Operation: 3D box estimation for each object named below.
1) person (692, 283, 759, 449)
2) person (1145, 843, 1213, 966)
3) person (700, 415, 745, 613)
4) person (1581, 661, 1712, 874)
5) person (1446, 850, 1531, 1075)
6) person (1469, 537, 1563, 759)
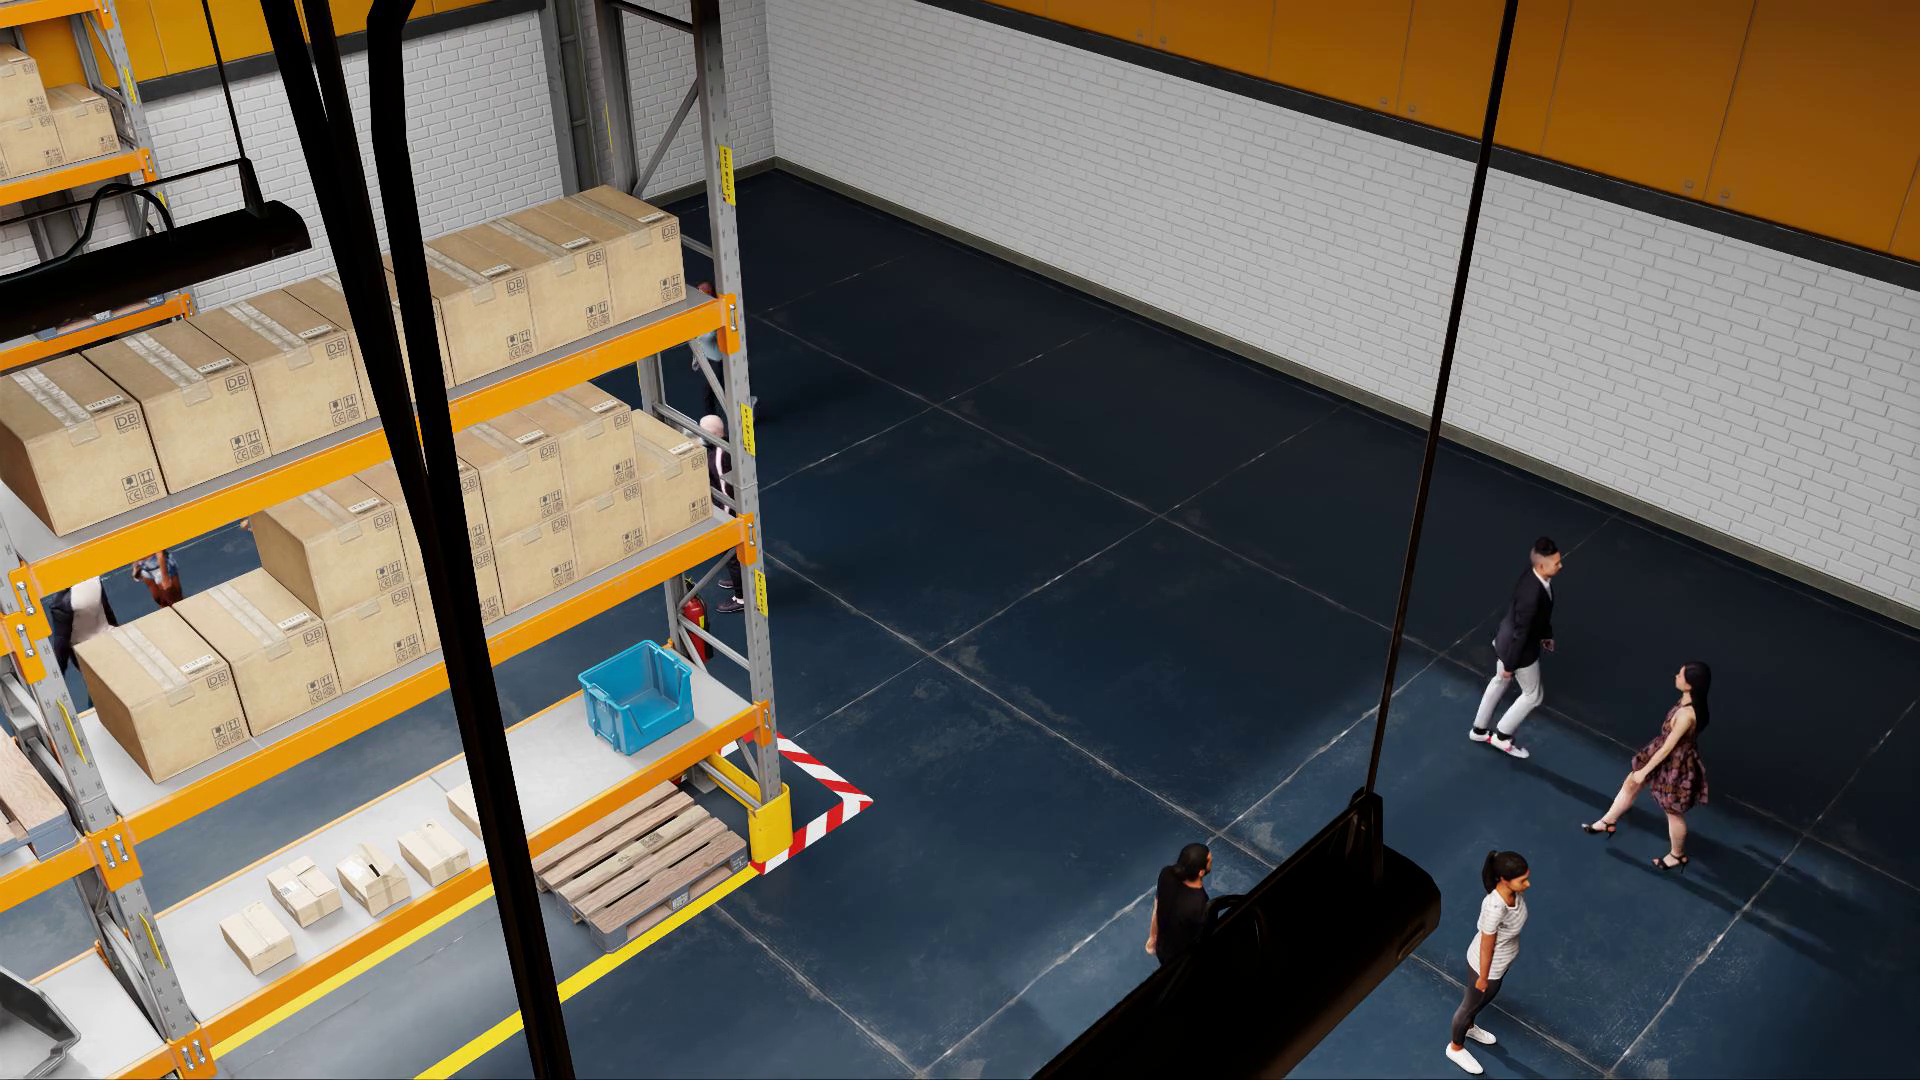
[{"bbox_3d":[-2.364,-1.745,16.277,1.082,1.721,0.596,-28,43,-35],"label":"person"},{"bbox_3d":[1.244,2.511,9.864,1.213,1.732,0.867,-16,37,-23],"label":"person"},{"bbox_3d":[-1.941,-0.247,13.923,0.811,1.833,0.756,-1,34,-1],"label":"person"},{"bbox_3d":[4.905,1.589,11.239,0.869,1.746,0.980,15,37,22],"label":"person"},{"bbox_3d":[3.175,2.491,9.971,0.667,1.647,0.522,20,39,28],"label":"person"},{"bbox_3d":[4.049,0.748,12.334,0.910,1.935,0.822,10,35,14],"label":"person"}]
